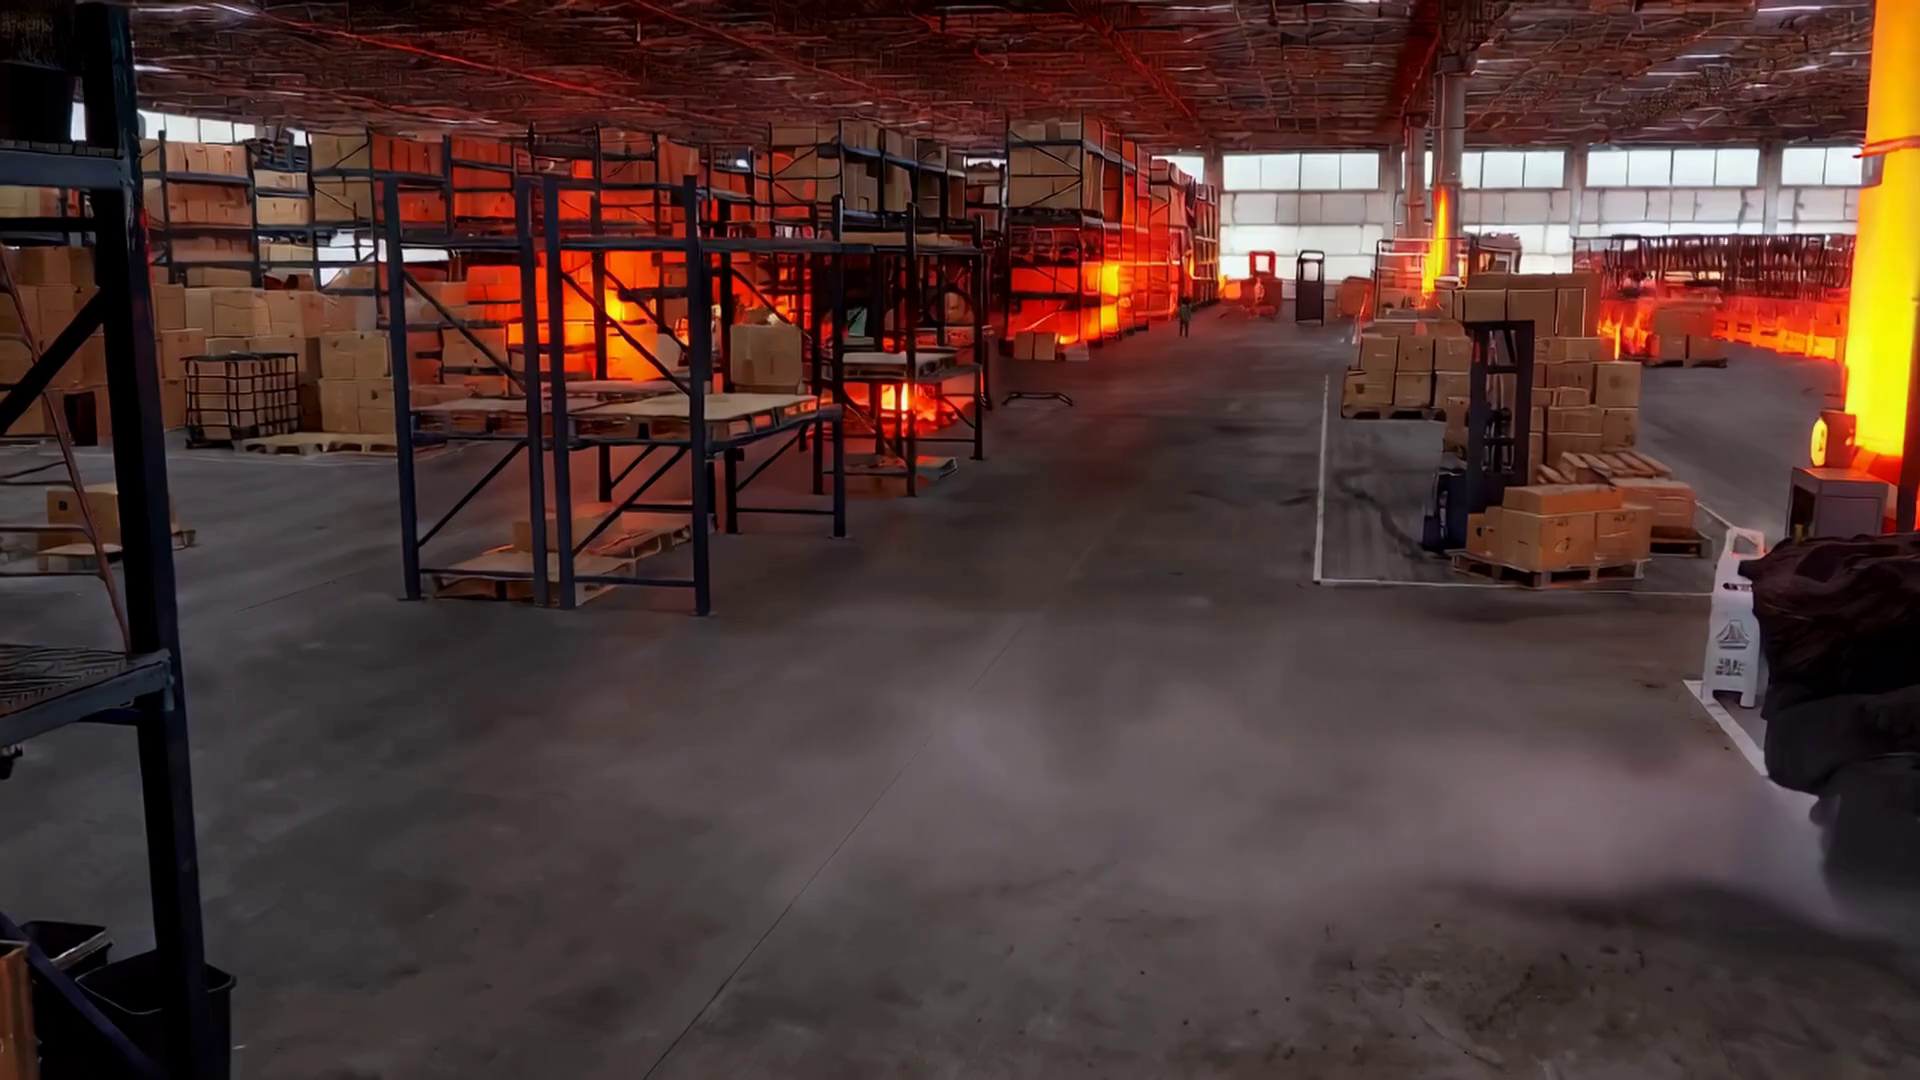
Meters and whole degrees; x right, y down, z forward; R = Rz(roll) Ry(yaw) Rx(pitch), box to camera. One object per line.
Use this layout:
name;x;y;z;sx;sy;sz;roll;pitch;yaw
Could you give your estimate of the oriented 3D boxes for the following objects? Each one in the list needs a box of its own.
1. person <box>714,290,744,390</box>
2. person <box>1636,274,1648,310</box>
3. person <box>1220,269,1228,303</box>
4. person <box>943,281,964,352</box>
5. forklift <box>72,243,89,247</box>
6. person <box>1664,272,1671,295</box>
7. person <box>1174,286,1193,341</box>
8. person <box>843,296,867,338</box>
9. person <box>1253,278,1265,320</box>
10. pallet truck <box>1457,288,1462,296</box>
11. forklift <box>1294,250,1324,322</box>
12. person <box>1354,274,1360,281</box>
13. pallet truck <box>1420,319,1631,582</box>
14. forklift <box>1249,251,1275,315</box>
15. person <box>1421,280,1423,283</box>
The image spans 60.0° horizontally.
person;-4.391;-3.818;31.706;0.584;1.908;0.389;-5;11;-27
person;26.763;-9.461;65.177;0.999;1.880;0.632;2;10;11
person;14.965;-14.379;94.148;0.551;1.933;0.369;8;13;40
person;-0.159;-5.992;44.588;0.555;1.910;0.892;-2;10;-12
forklift;-19.181;-5.200;36.996;1.873;2.768;1.129;2;10;12
person;35.978;-12.716;84.611;0.403;1.828;0.595;-1;10;-7
person;6.765;-6.861;50.376;0.547;1.683;0.379;2;10;14
person;-2.336;-4.627;37.243;0.897;1.646;0.548;8;12;39
person;12.156;-9.781;67.619;0.531;1.698;0.320;-7;12;-36
pallet truck;20.506;-9.785;68.819;0.653;1.274;1.630;2;10;12
forklift;13.778;-10.002;65.433;1.129;2.768;1.873;2;10;12
person;20.703;-13.009;86.763;0.952;1.689;0.485;2;10;11
pallet truck;4.543;-0.757;13.299;0.823;1.965;1.885;-4;10;-22
forklift;13.496;-11.457;74.049;1.129;2.768;1.873;2;10;12
person;22.084;-11.946;79.995;0.388;1.848;0.564;5;11;25
